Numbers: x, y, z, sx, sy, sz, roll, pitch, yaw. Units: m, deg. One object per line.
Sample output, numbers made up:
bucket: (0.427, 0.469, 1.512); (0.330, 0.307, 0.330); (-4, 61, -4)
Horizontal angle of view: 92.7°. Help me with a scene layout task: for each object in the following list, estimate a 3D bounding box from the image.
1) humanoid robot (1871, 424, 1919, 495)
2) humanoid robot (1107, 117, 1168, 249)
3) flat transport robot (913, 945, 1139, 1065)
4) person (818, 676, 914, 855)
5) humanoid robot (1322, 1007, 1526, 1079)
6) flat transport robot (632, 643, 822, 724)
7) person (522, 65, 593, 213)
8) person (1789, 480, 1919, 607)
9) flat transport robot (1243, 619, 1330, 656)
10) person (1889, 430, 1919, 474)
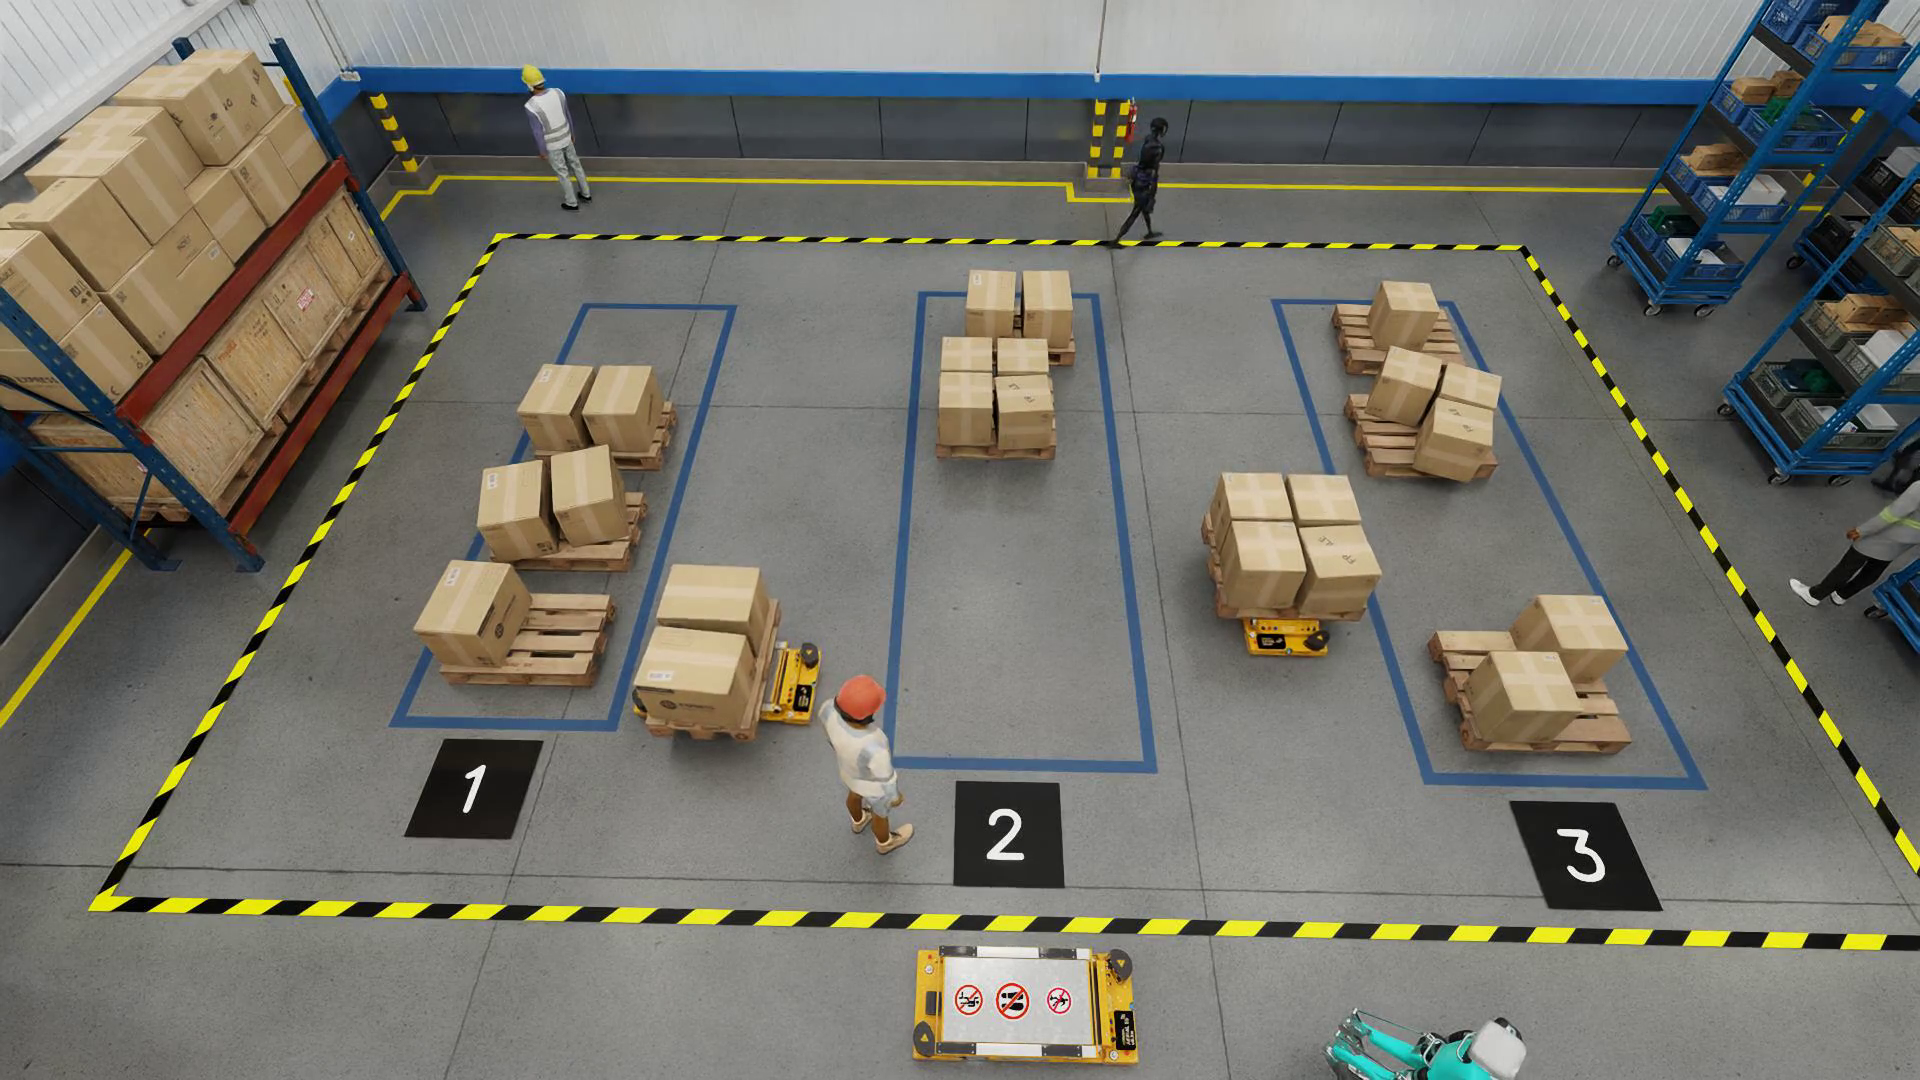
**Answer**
humanoid robot: (9.179, -1.036, 8.424); (0.613, 1.659, 0.326); (16, 52, 12)
humanoid robot: (2.241, -4.316, 11.125); (0.784, 1.621, 0.606); (-8, 51, -6)
flat transport robot: (0.422, 3.041, 6.007); (1.431, 0.231, 0.659); (1, 51, 1)
person: (-0.606, 1.518, 6.109); (0.604, 2.036, 0.388); (37, 59, 26)
humanoid robot: (2.442, 2.845, 5.130); (0.533, 1.681, 0.735); (-35, 59, -25)
flat transport robot: (-1.904, 1.142, 7.536); (1.431, 0.197, 0.652); (2, 51, 2)
person: (-5.123, -5.068, 11.605); (0.404, 1.836, 0.589); (24, 55, 18)
person: (7.692, -0.099, 7.548); (0.588, 1.847, 0.396); (1, 51, 1)
flat transport robot: (2.798, 0.371, 8.165); (0.652, 0.197, 1.431); (1, 51, 1)
person: (9.602, -1.284, 8.547); (0.388, 1.803, 0.681); (4, 51, 3)
